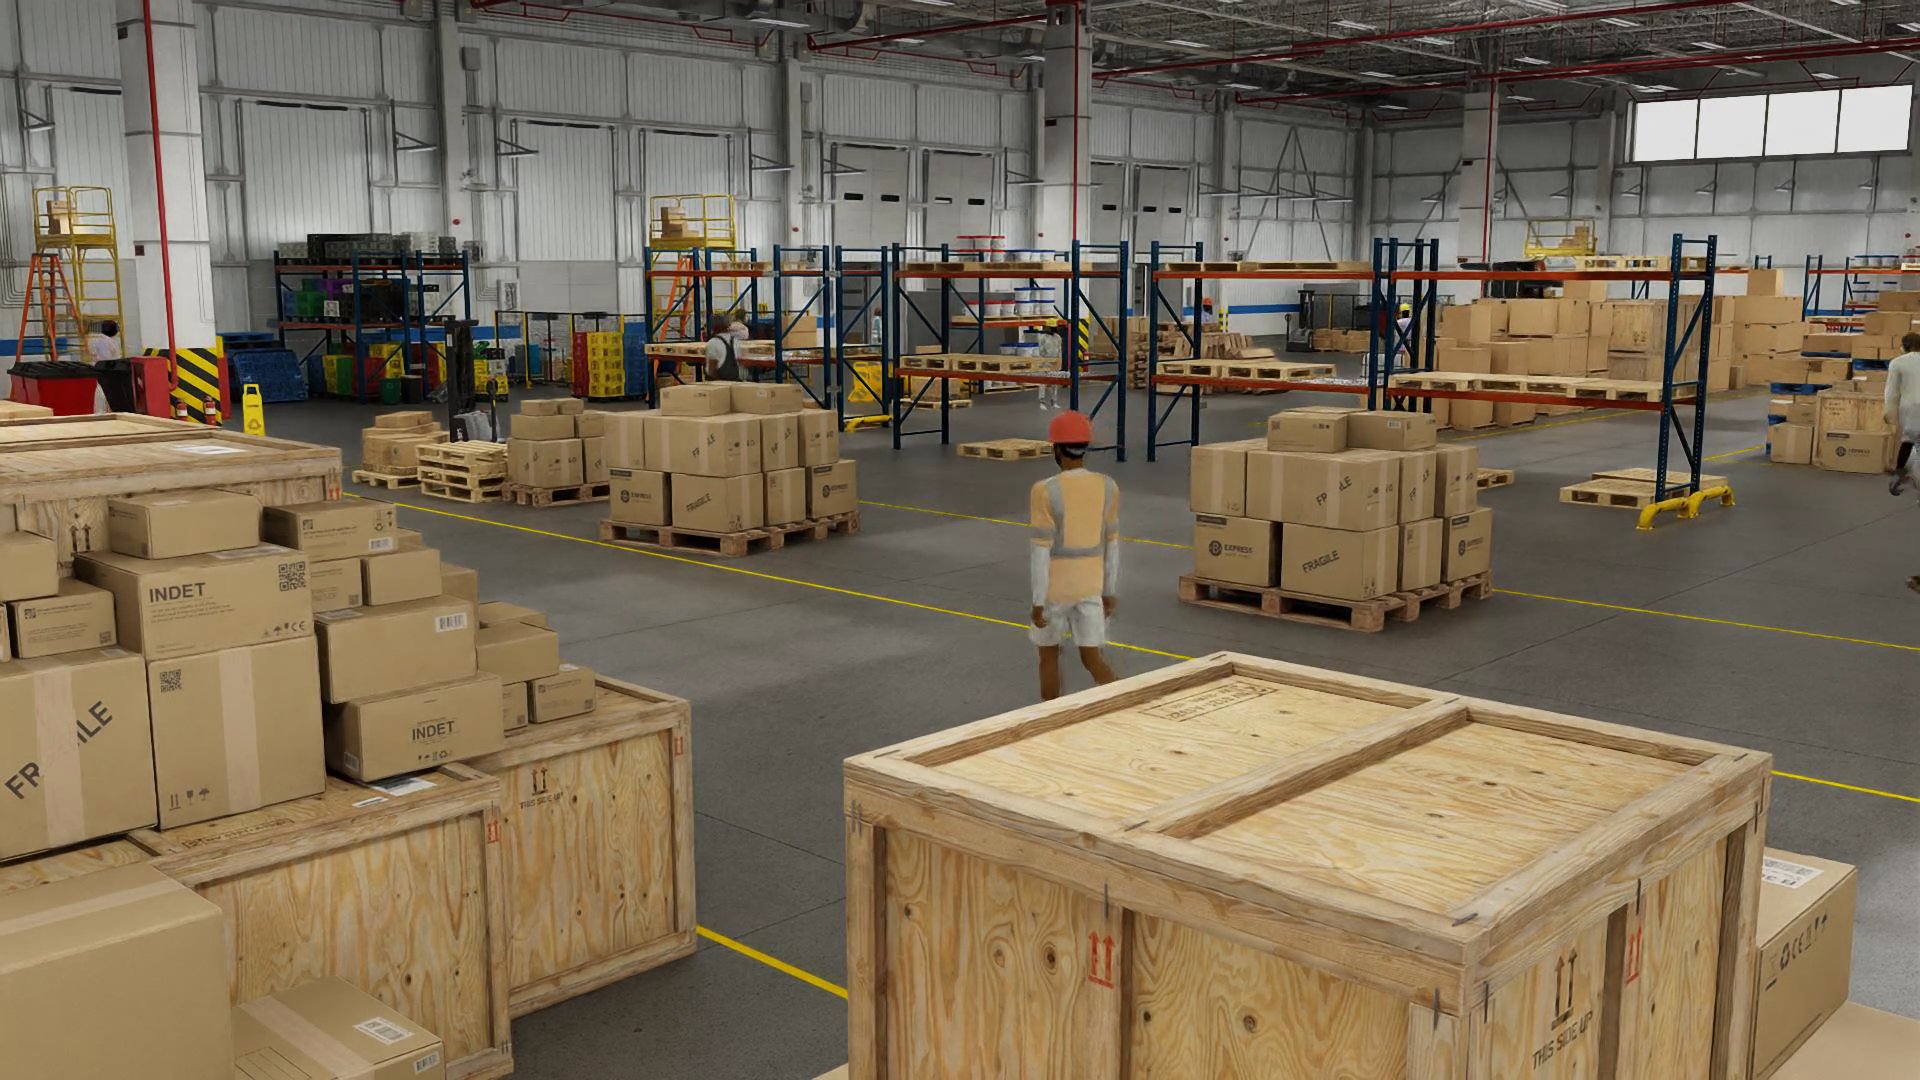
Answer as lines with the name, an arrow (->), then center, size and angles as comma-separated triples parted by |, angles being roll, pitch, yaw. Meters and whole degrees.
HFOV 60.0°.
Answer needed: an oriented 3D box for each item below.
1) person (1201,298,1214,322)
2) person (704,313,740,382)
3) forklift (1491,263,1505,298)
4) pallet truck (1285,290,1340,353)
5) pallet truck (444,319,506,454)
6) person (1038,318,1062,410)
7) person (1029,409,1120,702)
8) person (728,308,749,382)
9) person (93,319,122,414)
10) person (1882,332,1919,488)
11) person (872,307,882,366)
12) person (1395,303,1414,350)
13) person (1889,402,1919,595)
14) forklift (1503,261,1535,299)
person -> 6.131, -5.052, 41.407 | 0.361, 1.935, 0.552 | 3, 10, 20
person -> -3.597, -2.506, 25.479 | 1.004, 2.000, 0.677 | 7, 12, 38
forklift -> 14.963, -6.335, 46.388 | 1.873, 2.768, 1.129 | 3, 10, 17
pallet truck -> 11.297, -6.951, 52.861 | 1.885, 1.965, 0.823 | -5, 11, -29
pallet truck -> -6.981, -1.942, 22.150 | 1.885, 1.965, 0.823 | 1, 9, 9
person -> 1.717, -3.326, 31.455 | 0.486, 1.735, 0.330 | -5, 10, -27
person -> 0.637, 0.251, 8.987 | 0.555, 1.911, 0.848 | -4, 10, -25
person -> -4.115, -3.353, 31.015 | 0.365, 1.931, 0.631 | -6, 11, -34
person -> -14.107, -2.764, 27.768 | 0.822, 1.812, 0.642 | -2, 9, -10
person -> 11.656, -1.591, 20.334 | 0.655, 1.875, 1.039 | 0, 9, -1
person -> -2.190, -5.401, 44.483 | 0.323, 1.631, 0.522 | -1, 9, -6
person -> 9.517, -4.097, 35.588 | 0.590, 1.923, 0.383 | -4, 10, -23
person -> 7.987, -0.507, 13.595 | 1.012, 1.906, 0.605 | -7, 12, -37
forklift -> 12.701, -4.971, 38.022 | 1.873, 2.768, 1.129 | 9, 13, 43
